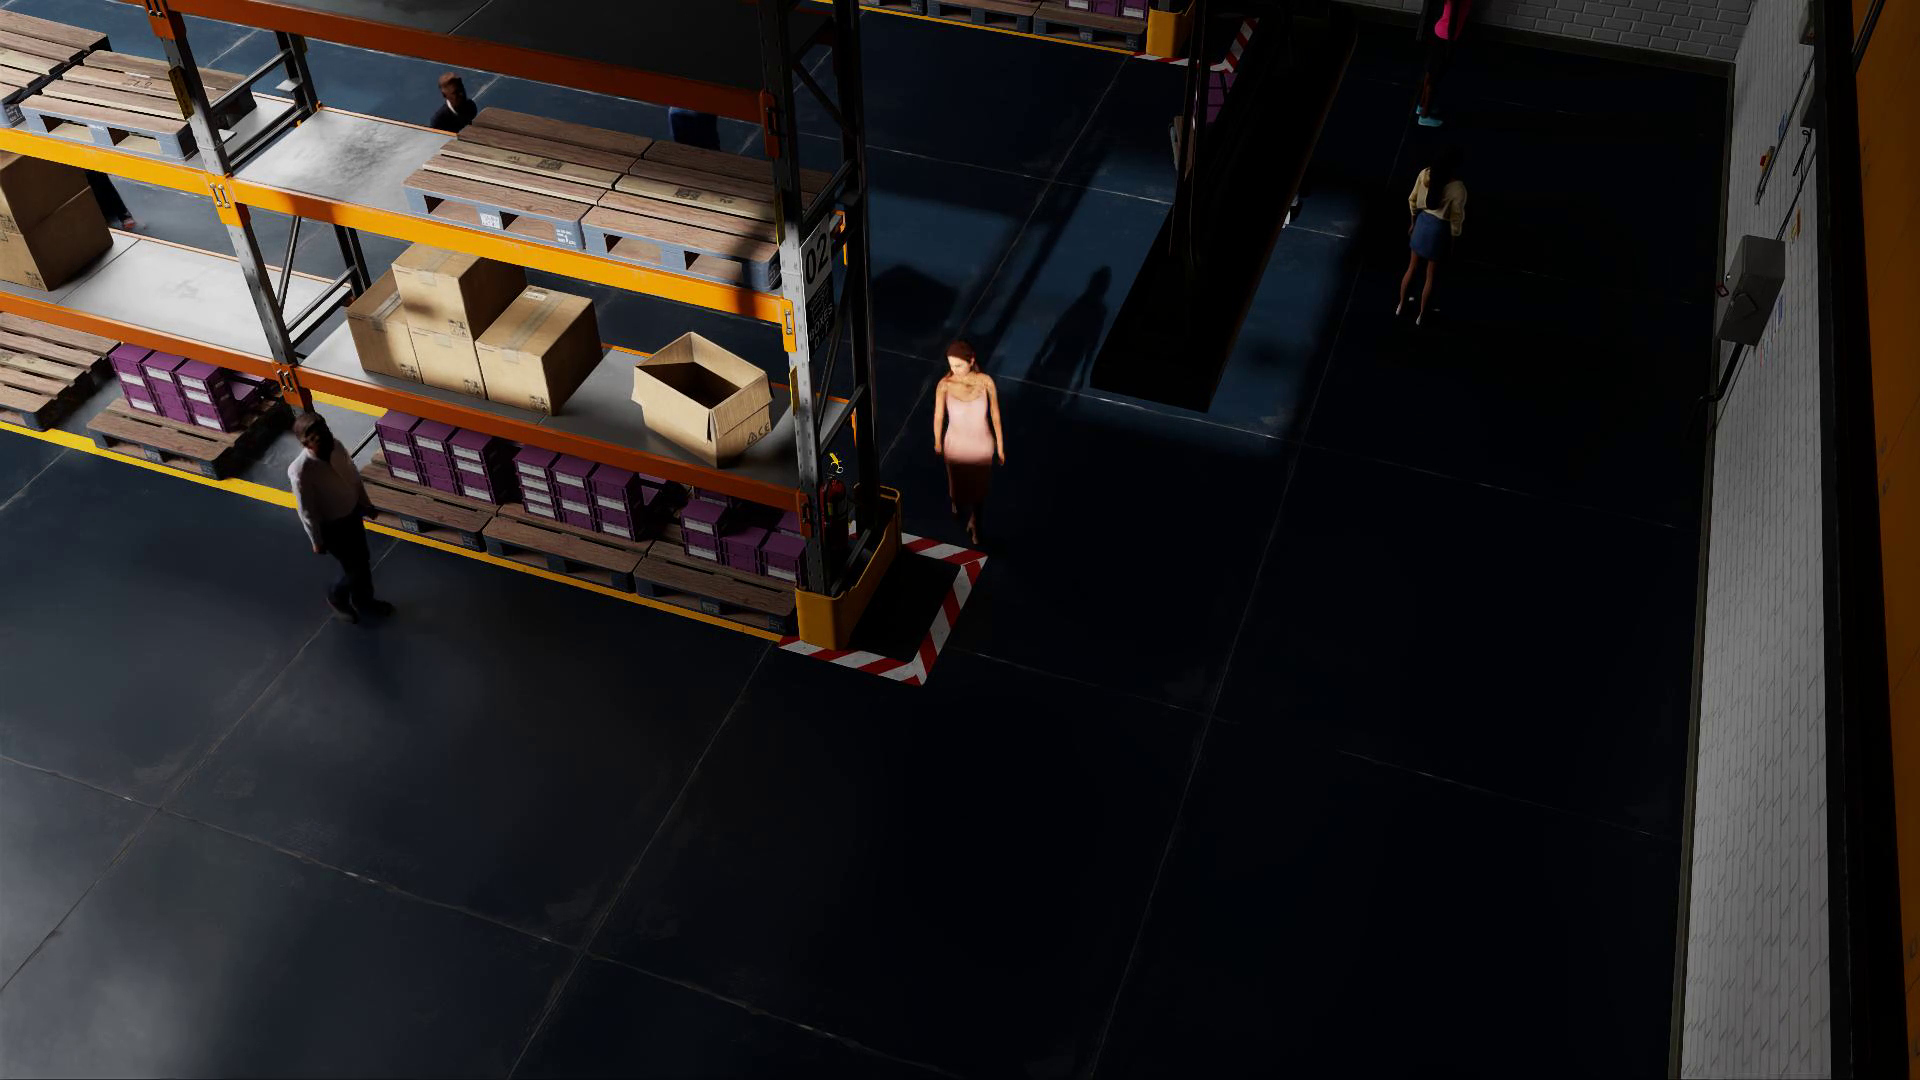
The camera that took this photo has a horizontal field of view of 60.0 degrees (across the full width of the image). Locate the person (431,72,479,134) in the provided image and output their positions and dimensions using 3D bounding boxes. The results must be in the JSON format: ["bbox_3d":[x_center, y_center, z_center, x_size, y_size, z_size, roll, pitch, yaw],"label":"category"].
[{"bbox_3d":[-4.279,-3.174,14.233,1.225,1.770,0.907,28,50,26],"label":"person"}]

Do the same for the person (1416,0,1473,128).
[{"bbox_3d":[4.666,-4.839,16.015,0.596,1.724,0.591,6,44,7],"label":"person"}]

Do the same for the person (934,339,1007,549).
[{"bbox_3d":[0.041,-0.732,11.635,0.791,1.819,0.851,-11,45,-11],"label":"person"}]

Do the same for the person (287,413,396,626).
[{"bbox_3d":[-4.200,-0.160,11.042,0.703,1.808,0.696,9,44,9],"label":"person"}]

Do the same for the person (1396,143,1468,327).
[{"bbox_3d":[3.875,-2.514,13.641,0.783,1.631,0.645,-34,53,-30],"label":"person"}]
